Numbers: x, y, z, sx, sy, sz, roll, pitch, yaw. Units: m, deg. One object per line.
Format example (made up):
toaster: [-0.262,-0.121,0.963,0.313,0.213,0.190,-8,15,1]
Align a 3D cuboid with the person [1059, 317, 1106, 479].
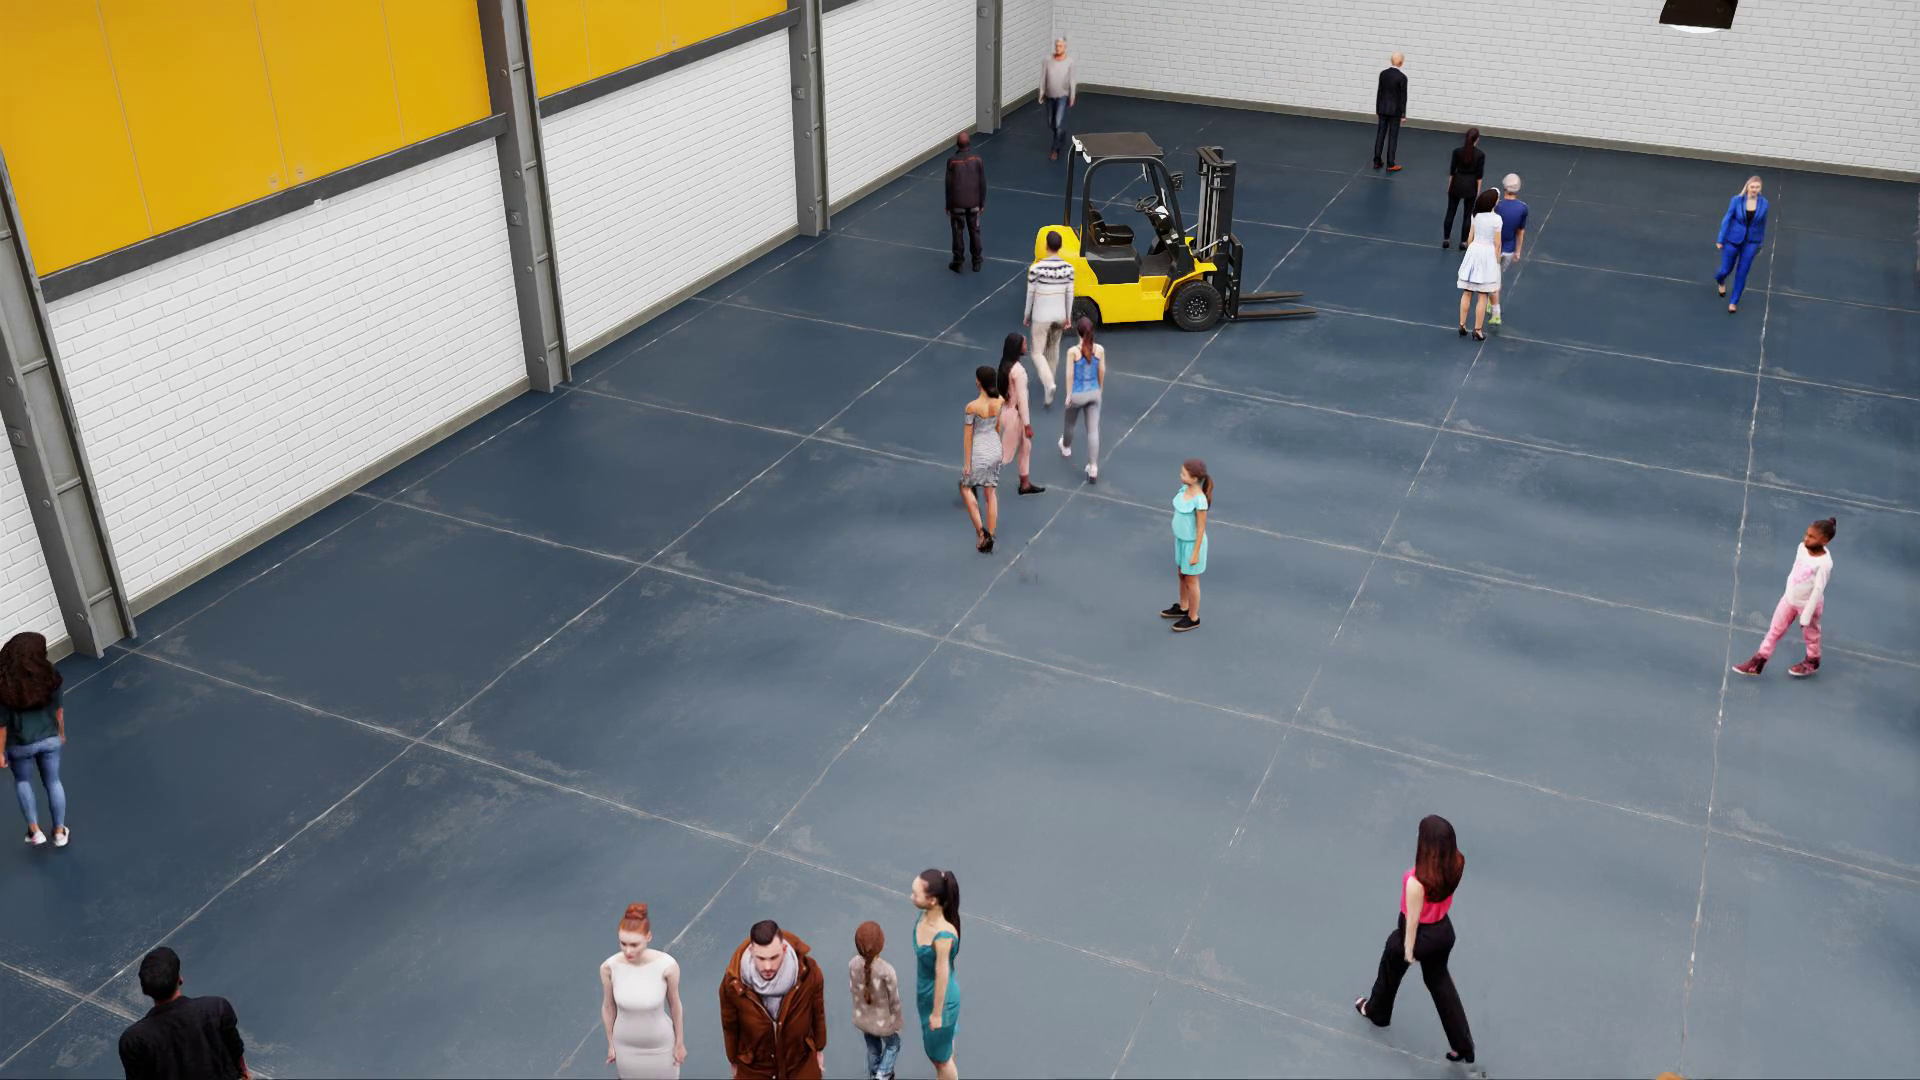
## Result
person: [1.239,-1.368,16.296,1.003,1.571,1.112,-7,29,-13]

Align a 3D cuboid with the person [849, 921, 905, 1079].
person: [-0.499,2.681,9.285,0.505,1.177,0.523,17,33,28]

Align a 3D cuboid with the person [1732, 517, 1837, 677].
person: [6.690,0.480,13.079,0.984,1.408,0.981,-6,29,-11]

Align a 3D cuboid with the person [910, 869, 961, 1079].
person: [-0.115,2.485,9.111,0.676,1.687,0.609,-9,30,-17]

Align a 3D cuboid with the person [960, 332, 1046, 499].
person: [0.420,-1.121,15.712,1.062,1.696,1.108,-4,29,-8]

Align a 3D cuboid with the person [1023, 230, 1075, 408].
person: [0.966,-2.384,17.871,1.083,1.846,1.139,-10,30,-17]

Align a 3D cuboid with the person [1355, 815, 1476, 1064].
person: [2.702,2.309,9.491,1.043,1.633,0.988,-17,33,-28]

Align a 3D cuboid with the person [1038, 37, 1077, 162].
person: [1.557,-7.012,26.325,0.702,1.876,1.157,13,31,22]

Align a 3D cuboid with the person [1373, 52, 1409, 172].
person: [6.653,-6.629,25.703,0.723,1.800,0.761,-23,36,-36]

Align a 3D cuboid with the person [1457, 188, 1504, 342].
person: [6.088,-3.218,19.429,0.849,1.818,0.812,-24,37,-37]

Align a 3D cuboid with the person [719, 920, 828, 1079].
person: [-0.949,2.677,8.603,0.836,1.836,0.885,-7,29,-12]

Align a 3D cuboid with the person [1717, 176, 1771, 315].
person: [9.553,-3.647,20.359,0.759,1.682,0.884,6,29,10]

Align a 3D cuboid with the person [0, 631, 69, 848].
person: [-6.258,1.376,11.254,0.818,1.583,0.685,20,34,32]

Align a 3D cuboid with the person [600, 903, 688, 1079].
person: [-1.638,2.629,8.738,0.638,1.792,0.626,0,29,0]

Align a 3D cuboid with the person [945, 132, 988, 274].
person: [0.064,-4.375,21.546,0.794,1.823,0.814,-5,29,-10]

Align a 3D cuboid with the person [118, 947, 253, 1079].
person: [-3.816,2.851,8.331,0.842,1.793,0.919,-17,33,-28]

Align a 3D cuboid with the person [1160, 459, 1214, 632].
person: [1.910,0.018,13.769,0.702,1.558,0.630,-7,29,-12]

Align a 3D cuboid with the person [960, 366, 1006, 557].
person: [0.274,-0.665,14.759,0.673,1.810,0.768,-19,34,-31]

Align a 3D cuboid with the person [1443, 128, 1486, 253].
person: [6.744,-4.694,22.301,0.578,1.660,0.524,13,31,23]

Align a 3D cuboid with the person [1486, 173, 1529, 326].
person: [6.434,-3.412,19.812,1.016,1.792,1.235,-2,29,-3]
